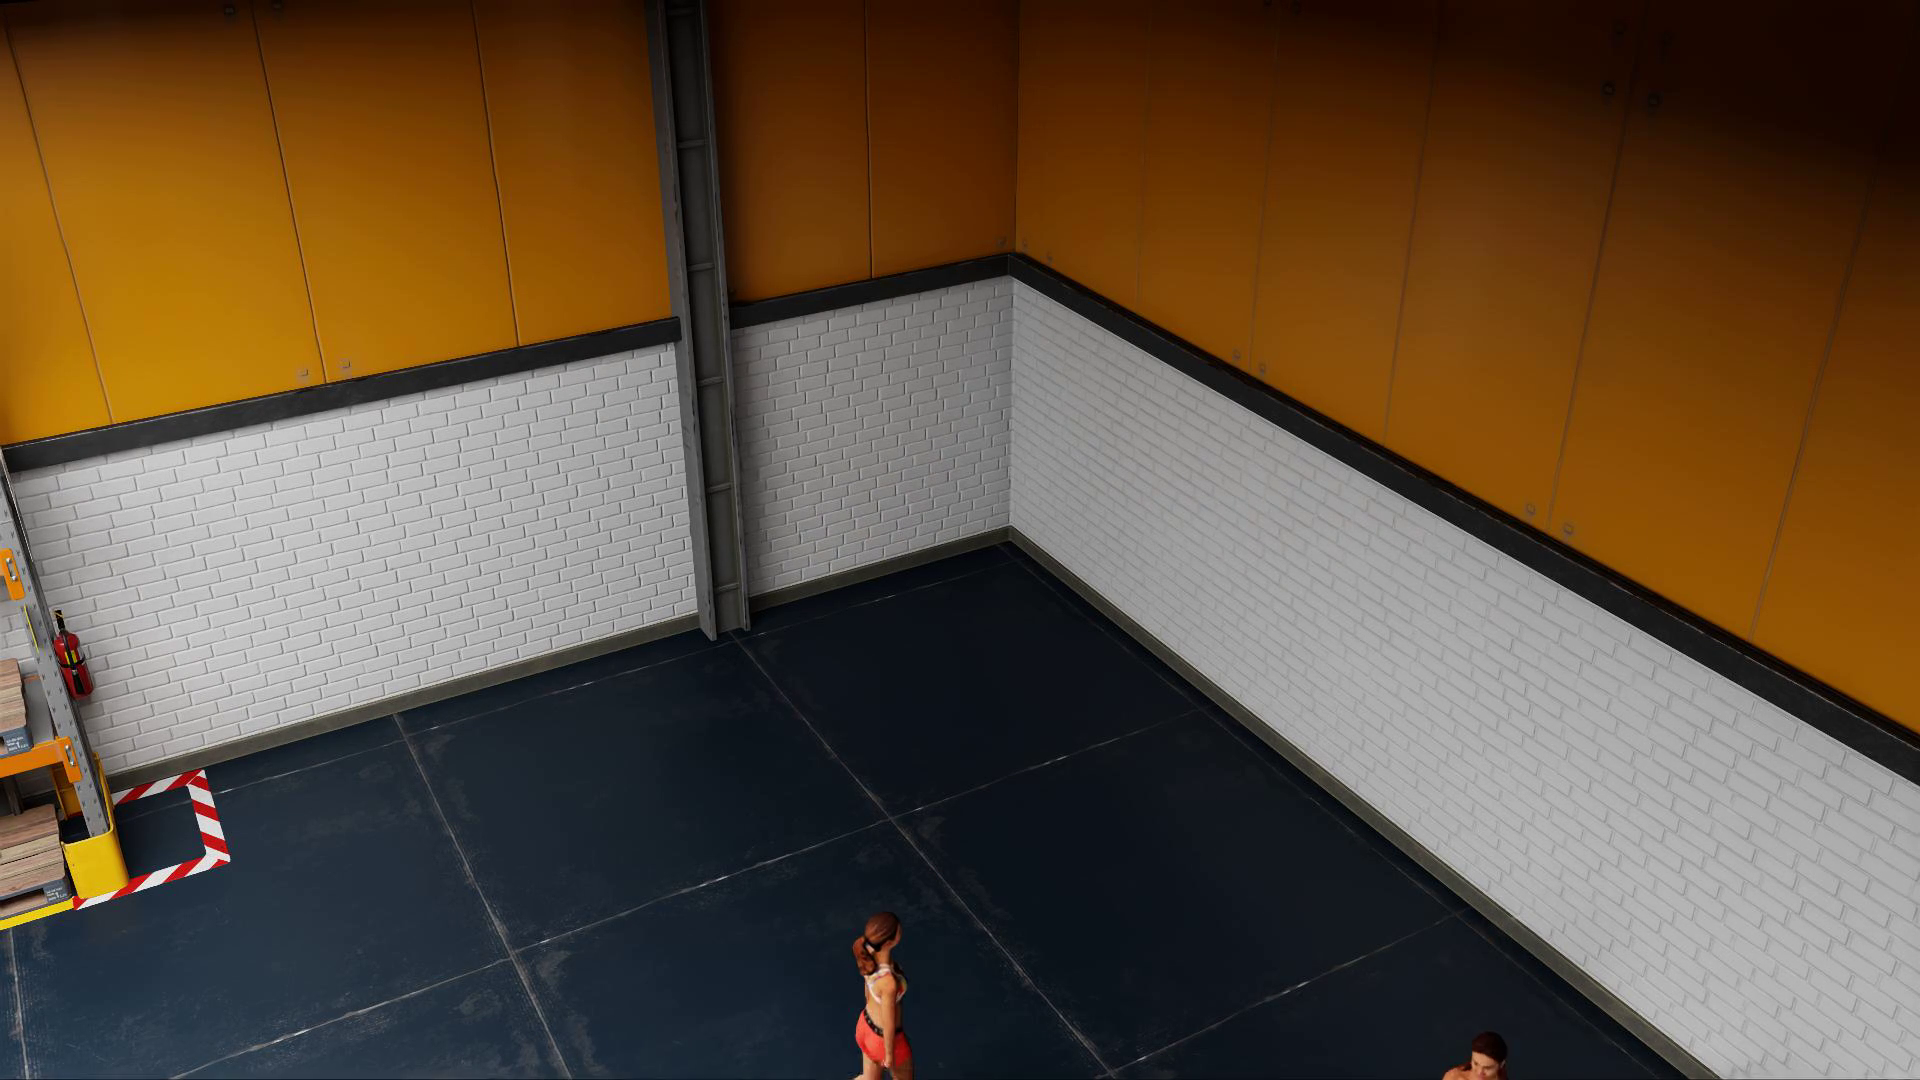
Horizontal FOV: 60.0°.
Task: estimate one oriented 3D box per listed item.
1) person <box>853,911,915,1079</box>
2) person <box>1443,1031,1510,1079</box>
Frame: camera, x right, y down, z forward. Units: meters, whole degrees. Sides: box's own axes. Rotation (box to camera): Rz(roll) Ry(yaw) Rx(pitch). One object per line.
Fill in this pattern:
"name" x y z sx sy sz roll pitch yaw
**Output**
"person" -0.533 2.920 9.675 1.059 1.767 0.618 -13 31 -23
"person" 2.793 3.268 8.998 0.966 1.805 1.122 13 31 22
